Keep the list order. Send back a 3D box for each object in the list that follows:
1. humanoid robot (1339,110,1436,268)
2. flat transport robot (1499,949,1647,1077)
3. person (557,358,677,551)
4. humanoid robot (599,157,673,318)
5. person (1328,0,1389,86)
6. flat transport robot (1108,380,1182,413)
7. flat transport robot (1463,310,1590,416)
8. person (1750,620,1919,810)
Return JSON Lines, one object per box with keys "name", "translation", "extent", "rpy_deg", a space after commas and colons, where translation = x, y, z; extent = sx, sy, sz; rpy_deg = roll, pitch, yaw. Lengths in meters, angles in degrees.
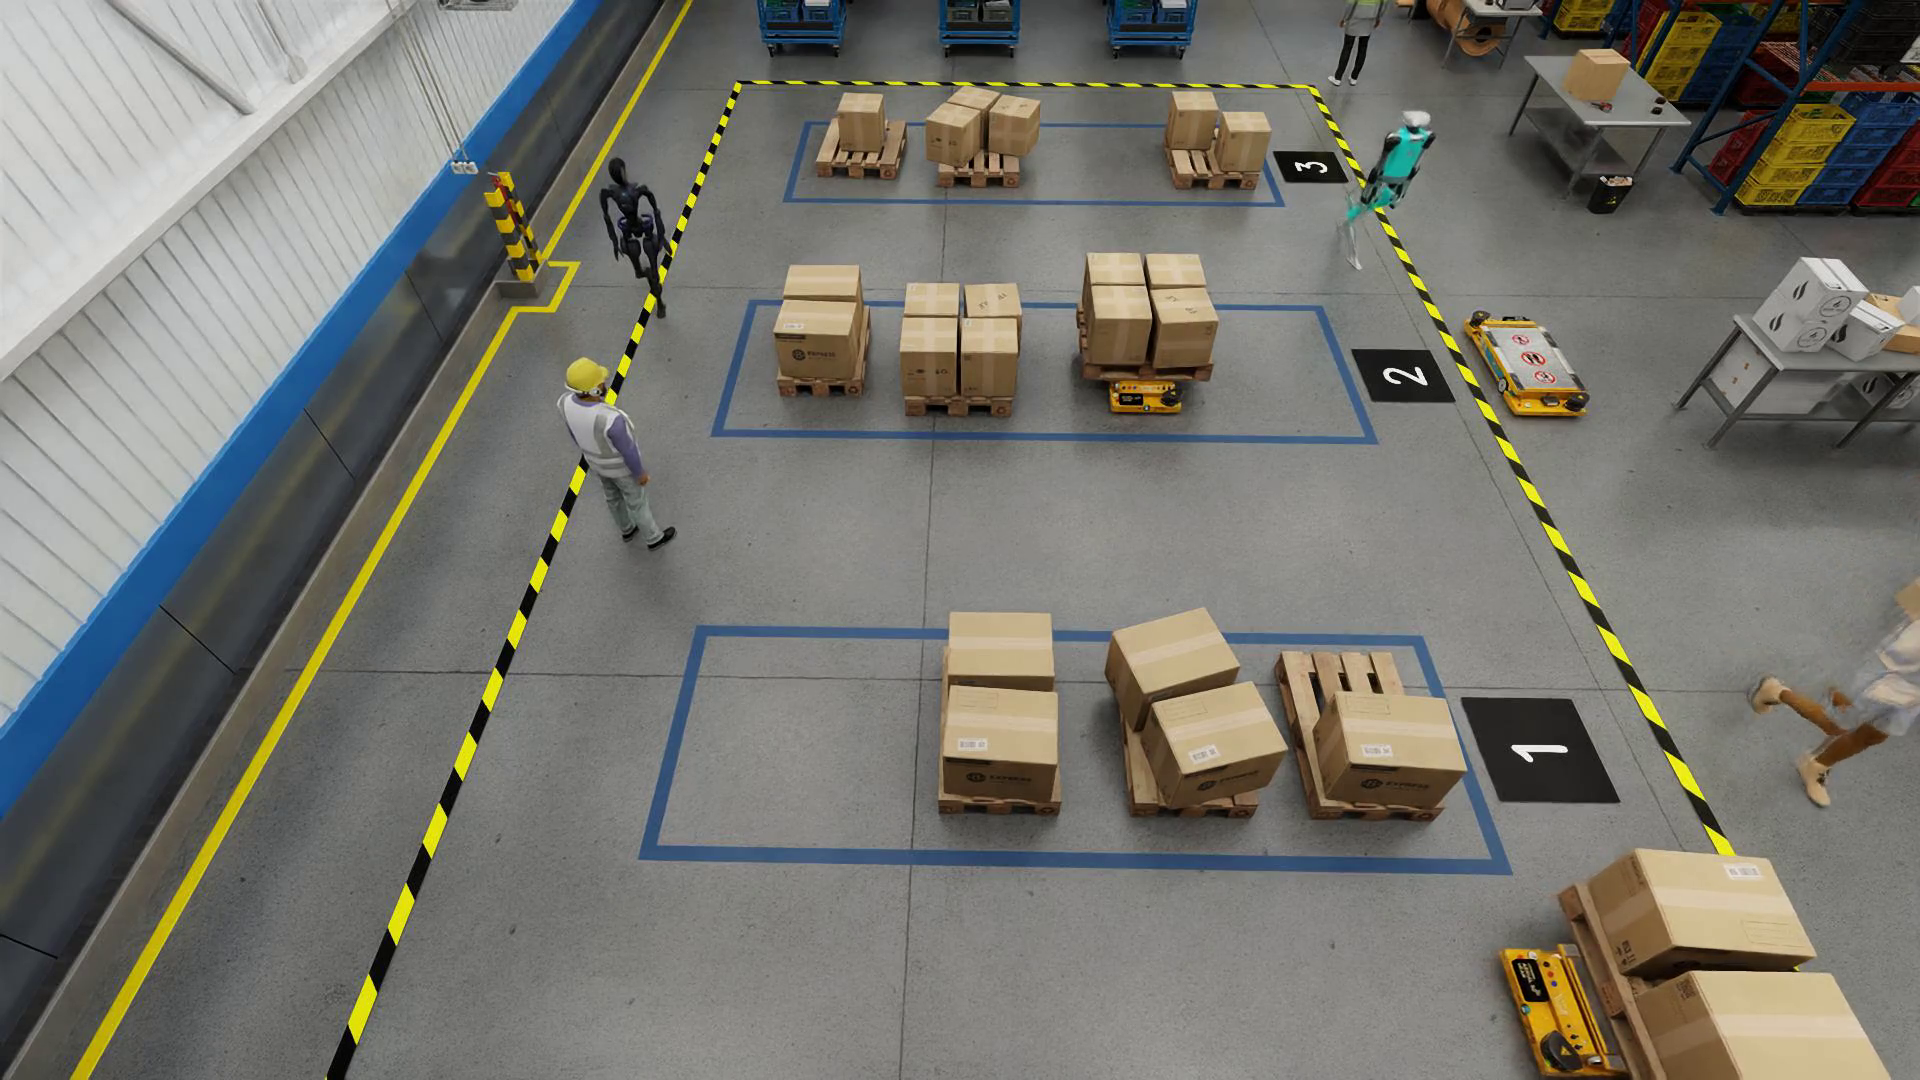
{"name": "humanoid robot", "translation": [4.454, -3.830, 9.889], "extent": [0.541, 1.808, 0.807], "rpy_deg": [-11, 50, -9]}
{"name": "flat transport robot", "translation": [3.937, 2.670, 5.204], "extent": [1.431, 0.197, 0.652], "rpy_deg": [1, 49, 1]}
{"name": "person", "translation": [-2.650, -0.629, 7.046], "extent": [0.590, 1.828, 0.404], "rpy_deg": [23, 53, 19]}
{"name": "humanoid robot", "translation": [-3.251, -3.122, 9.321], "extent": [0.591, 1.636, 0.647], "rpy_deg": [-8, 50, -7]}
{"name": "person", "translation": [5.651, -7.362, 12.858], "extent": [0.589, 1.853, 0.375], "rpy_deg": [-1, 49, -1]}
{"name": "flat transport robot", "translation": [1.773, -1.807, 9.079], "extent": [0.652, 0.197, 1.431], "rpy_deg": [1, 49, 1]}
{"name": "flat transport robot", "translation": [5.573, -1.757, 9.054], "extent": [0.659, 0.231, 1.431], "rpy_deg": [1, 49, 1]}
{"name": "person", "translation": [5.744, 0.843, 5.653], "extent": [0.606, 2.019, 0.767], "rpy_deg": [0, 49, 0]}
